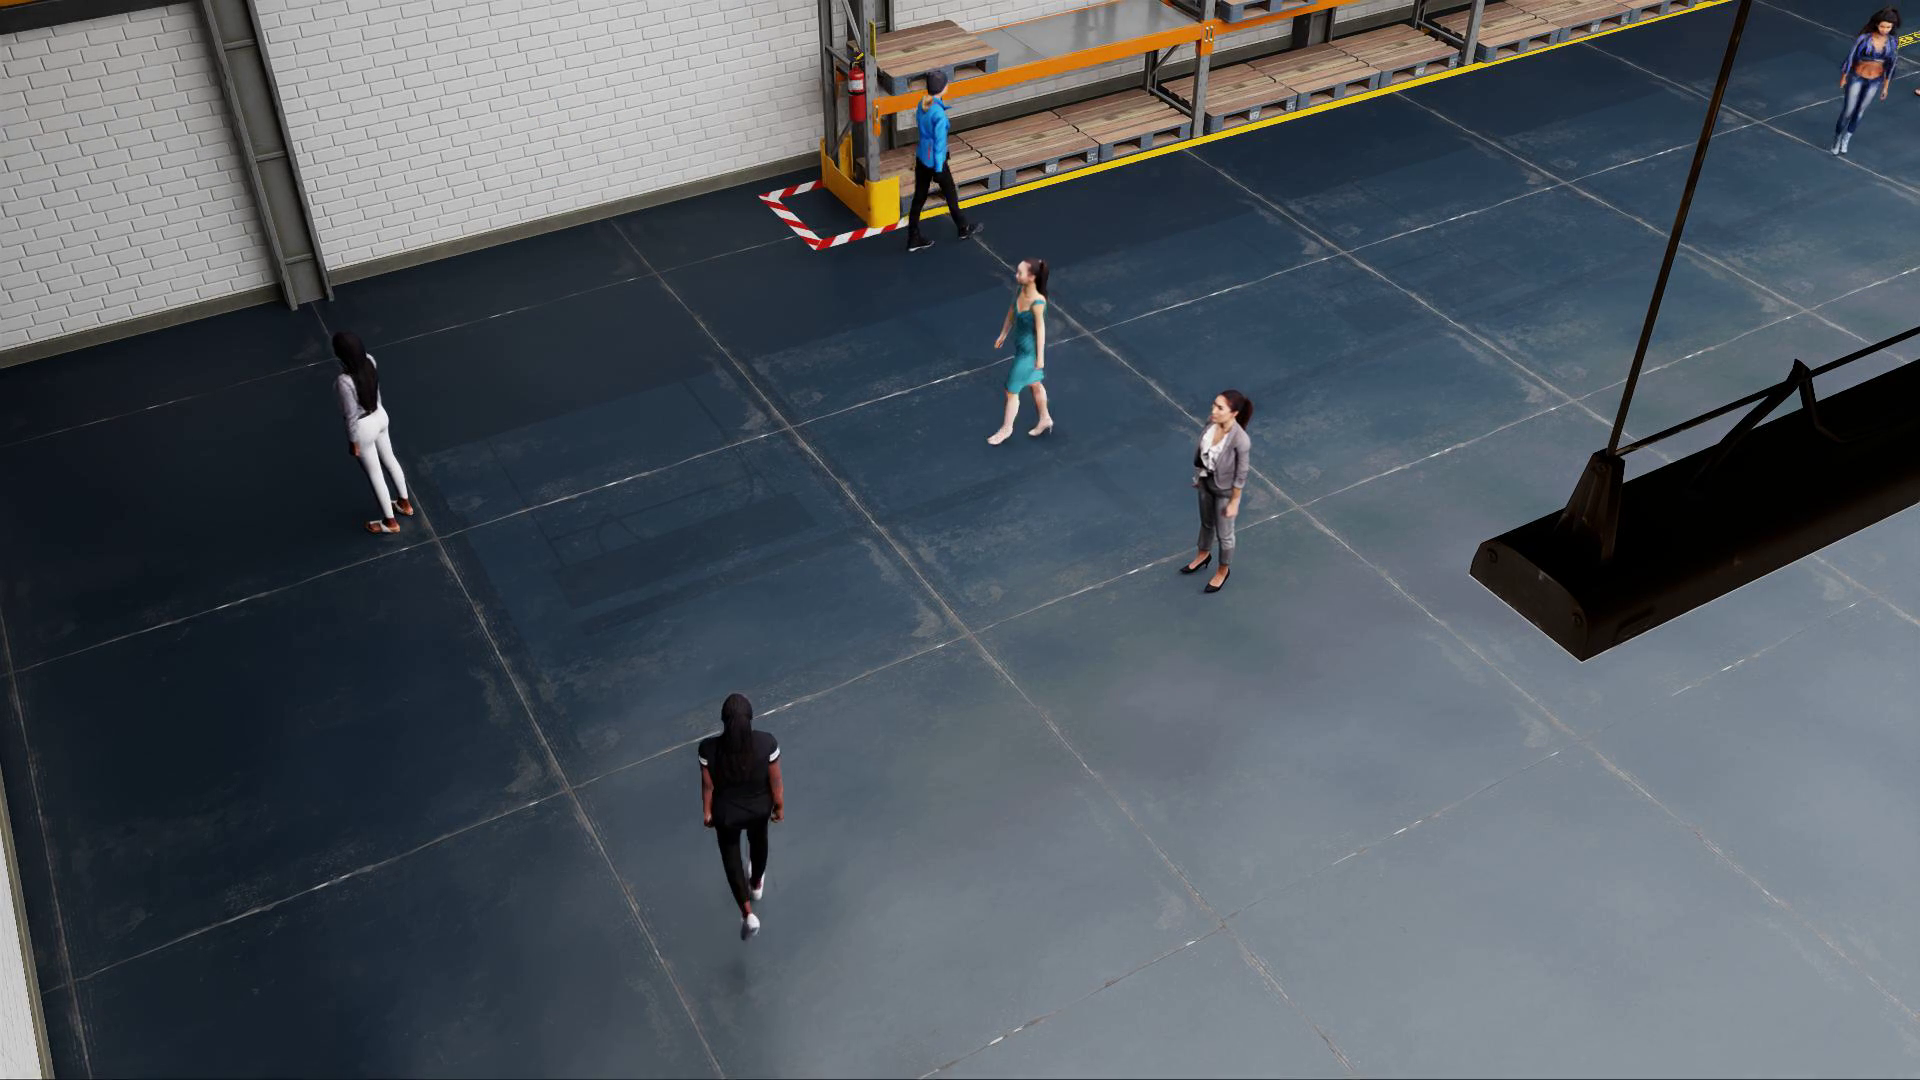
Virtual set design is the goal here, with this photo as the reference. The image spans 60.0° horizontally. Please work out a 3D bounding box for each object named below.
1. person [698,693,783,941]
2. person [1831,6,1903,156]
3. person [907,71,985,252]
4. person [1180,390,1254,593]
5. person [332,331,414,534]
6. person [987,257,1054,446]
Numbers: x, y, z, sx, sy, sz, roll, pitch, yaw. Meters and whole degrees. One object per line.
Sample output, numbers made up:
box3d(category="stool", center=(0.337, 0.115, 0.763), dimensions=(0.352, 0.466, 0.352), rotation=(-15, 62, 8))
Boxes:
box3d(category="person", center=(-1.228, 1.575, 9.425), dimensions=(0.974, 1.711, 0.872), rotation=(-7, 39, -8))
box3d(category="person", center=(9.550, -4.862, 17.568), dimensions=(0.759, 1.607, 0.820), rotation=(8, 39, 10))
box3d(category="person", center=(-0.354, -3.567, 15.815), dimensions=(1.029, 1.770, 0.641), rotation=(-18, 42, -21))
box3d(category="person", center=(1.863, -0.367, 11.882), dimensions=(0.568, 1.678, 0.607), rotation=(-19, 42, -22))
box3d(category="person", center=(-4.414, -0.824, 12.416), dimensions=(0.725, 1.725, 0.666), rotation=(9, 40, 11))
box3d(category="person", center=(0.623, -1.521, 13.339), dimensions=(0.860, 1.663, 0.675), rotation=(-9, 39, -11))
